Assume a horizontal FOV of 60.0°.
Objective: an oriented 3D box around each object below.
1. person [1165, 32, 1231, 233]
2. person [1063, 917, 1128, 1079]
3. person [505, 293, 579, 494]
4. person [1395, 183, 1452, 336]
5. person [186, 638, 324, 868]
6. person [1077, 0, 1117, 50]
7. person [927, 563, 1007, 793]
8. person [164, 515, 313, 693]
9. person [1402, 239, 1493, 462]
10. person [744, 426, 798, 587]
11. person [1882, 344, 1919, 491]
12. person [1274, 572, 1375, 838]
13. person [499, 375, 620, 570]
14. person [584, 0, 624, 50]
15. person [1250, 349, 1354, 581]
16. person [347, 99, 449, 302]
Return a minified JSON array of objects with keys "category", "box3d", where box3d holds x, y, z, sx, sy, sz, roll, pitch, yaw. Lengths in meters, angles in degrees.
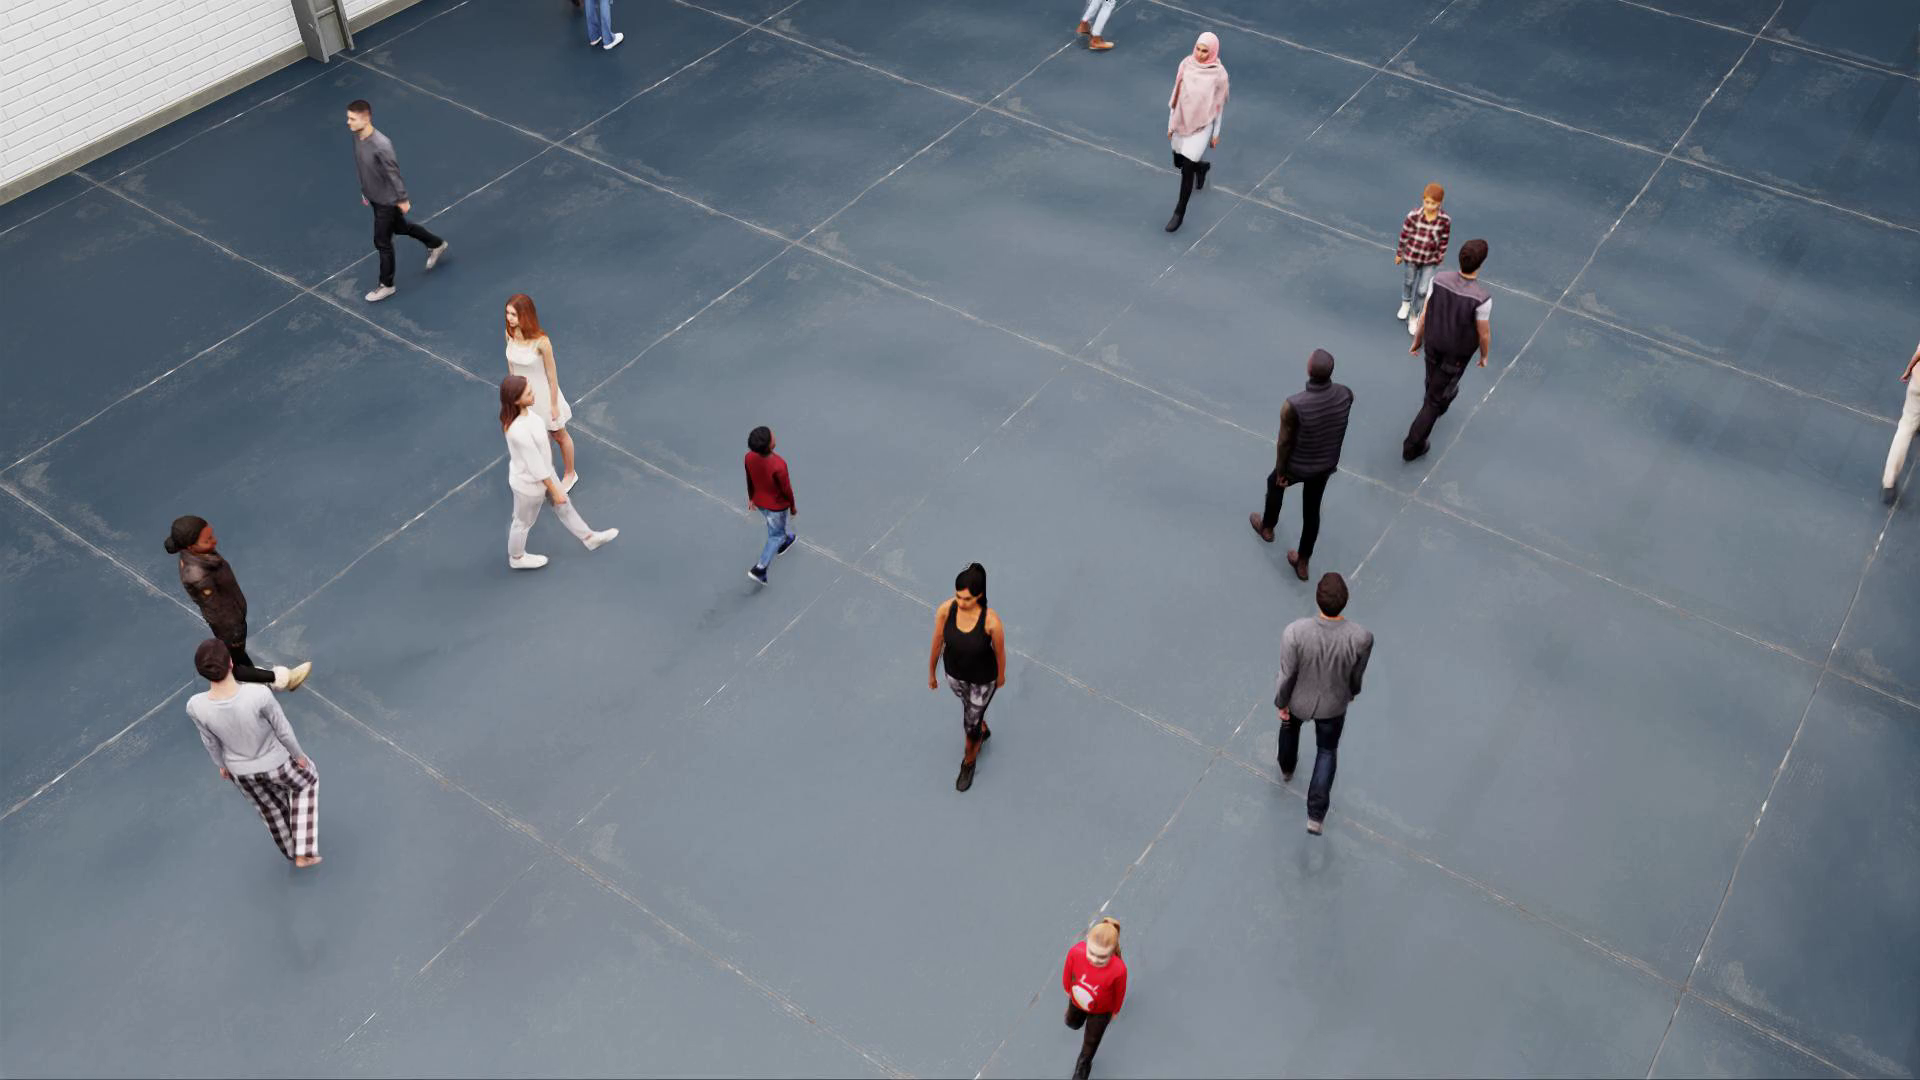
[{"category":"person","box3d":[2.091,-3.667,14.716,0.629,1.782,1.061,24,48,23]},{"category":"person","box3d":[0.723,2.368,8.754,0.570,1.268,0.798,18,46,18]},{"category":"person","box3d":[-3.052,-1.068,12.039,0.574,1.711,0.555,21,47,20]},{"category":"person","box3d":[3.818,-2.392,13.733,0.630,1.292,0.739,14,45,14]},{"category":"person","box3d":[-3.976,1.307,9.454,0.834,1.839,0.893,-8,44,-8]},{"category":"person","box3d":[1.499,-5.862,17.011,0.805,1.795,0.842,-30,51,-27]},{"category":"person","box3d":[0.098,0.733,10.195,0.682,1.648,0.828,18,46,18]},{"category":"person","box3d":[-4.495,0.447,10.486,0.863,1.661,0.754,28,50,26]},{"category":"person","box3d":[3.542,-1.356,12.270,0.821,1.811,1.167,34,53,31]},{"category":"person","box3d":[-1.339,-0.243,11.510,0.516,1.246,0.817,27,50,26]},{"category":"person","box3d":[7.087,-1.103,12.097,0.688,1.682,1.169,21,48,21]},{"category":"person","box3d":[2.113,0.983,9.789,0.964,1.846,1.203,7,44,7]},{"category":"person","box3d":[-3.012,-0.416,11.399,1.080,1.650,1.024,-7,44,-7]},{"category":"person","box3d":[-3.794,-5.944,17.132,0.632,1.747,0.612,16,46,16]},{"category":"person","box3d":[2.399,-0.467,11.338,1.021,1.809,1.063,-9,44,-9]},{"category":"person","box3d":[-4.766,-2.919,13.963,0.711,1.738,1.146,31,52,29]}]
